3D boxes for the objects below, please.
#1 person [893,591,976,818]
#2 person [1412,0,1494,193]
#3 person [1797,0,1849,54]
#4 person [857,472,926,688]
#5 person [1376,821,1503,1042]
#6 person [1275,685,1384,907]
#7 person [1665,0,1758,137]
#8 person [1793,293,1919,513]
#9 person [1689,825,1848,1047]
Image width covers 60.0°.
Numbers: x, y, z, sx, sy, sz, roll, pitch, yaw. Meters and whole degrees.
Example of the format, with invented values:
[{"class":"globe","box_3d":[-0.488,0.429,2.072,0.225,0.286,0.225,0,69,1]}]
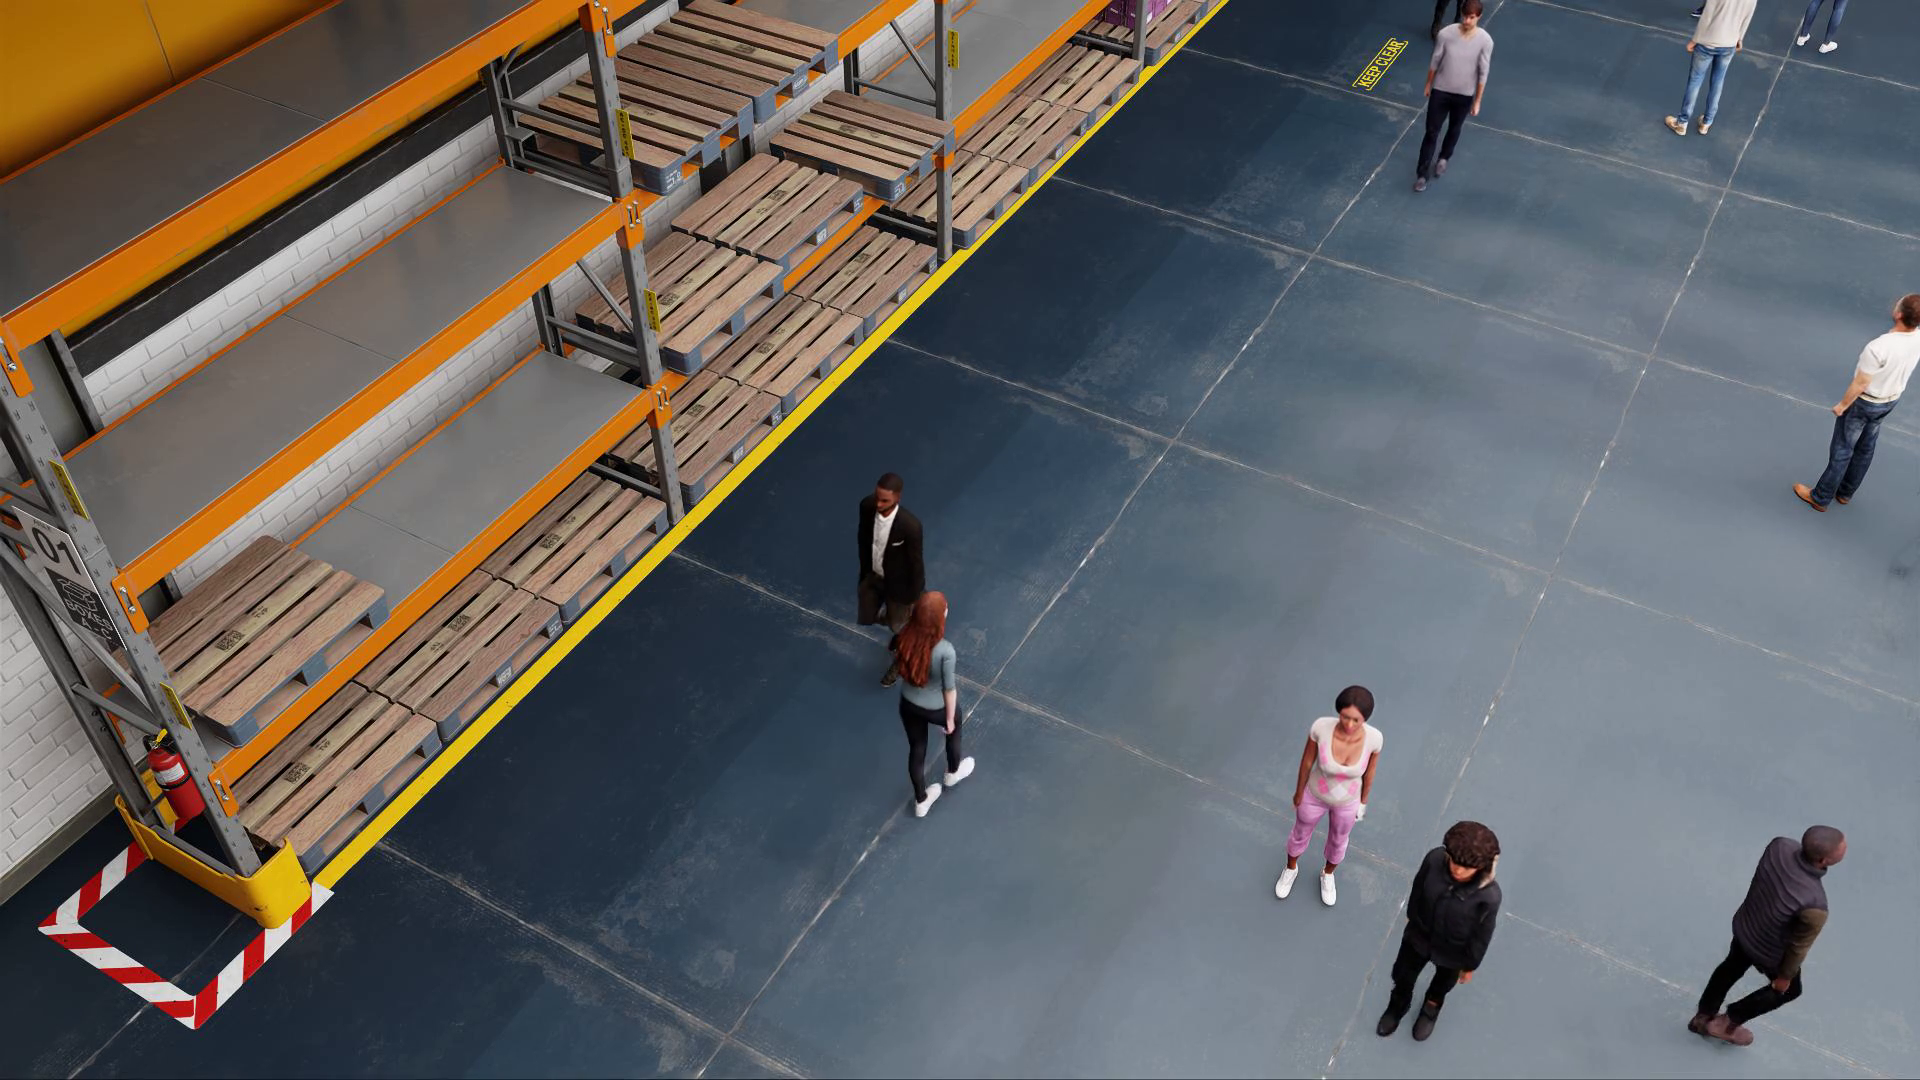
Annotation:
[{"class":"person","box_3d":[-0.245,1.044,9.962,0.574,1.724,0.754,23,48,23]},{"class":"person","box_3d":[4.581,-4.175,15.379,0.799,1.810,1.090,15,46,15]},{"class":"person","box_3d":[9.183,-5.961,17.311,0.670,1.731,0.609,34,53,31]},{"class":"person","box_3d":[-0.399,0.205,10.796,0.728,1.788,0.754,28,50,26]},{"class":"person","box_3d":[2.624,2.042,8.887,0.645,1.762,0.625,25,49,24]},{"class":"person","box_3d":[2.124,1.458,9.516,0.628,1.741,0.614,8,44,8]},{"class":"person","box_3d":[7.272,-4.786,15.951,0.754,1.905,0.759,0,44,0]},{"class":"person","box_3d":[6.572,-0.984,11.995,0.731,1.856,0.811,-14,45,-14]},{"class":"person","box_3d":[4.178,2.106,8.773,0.906,1.828,0.807,-2,44,-2]}]
